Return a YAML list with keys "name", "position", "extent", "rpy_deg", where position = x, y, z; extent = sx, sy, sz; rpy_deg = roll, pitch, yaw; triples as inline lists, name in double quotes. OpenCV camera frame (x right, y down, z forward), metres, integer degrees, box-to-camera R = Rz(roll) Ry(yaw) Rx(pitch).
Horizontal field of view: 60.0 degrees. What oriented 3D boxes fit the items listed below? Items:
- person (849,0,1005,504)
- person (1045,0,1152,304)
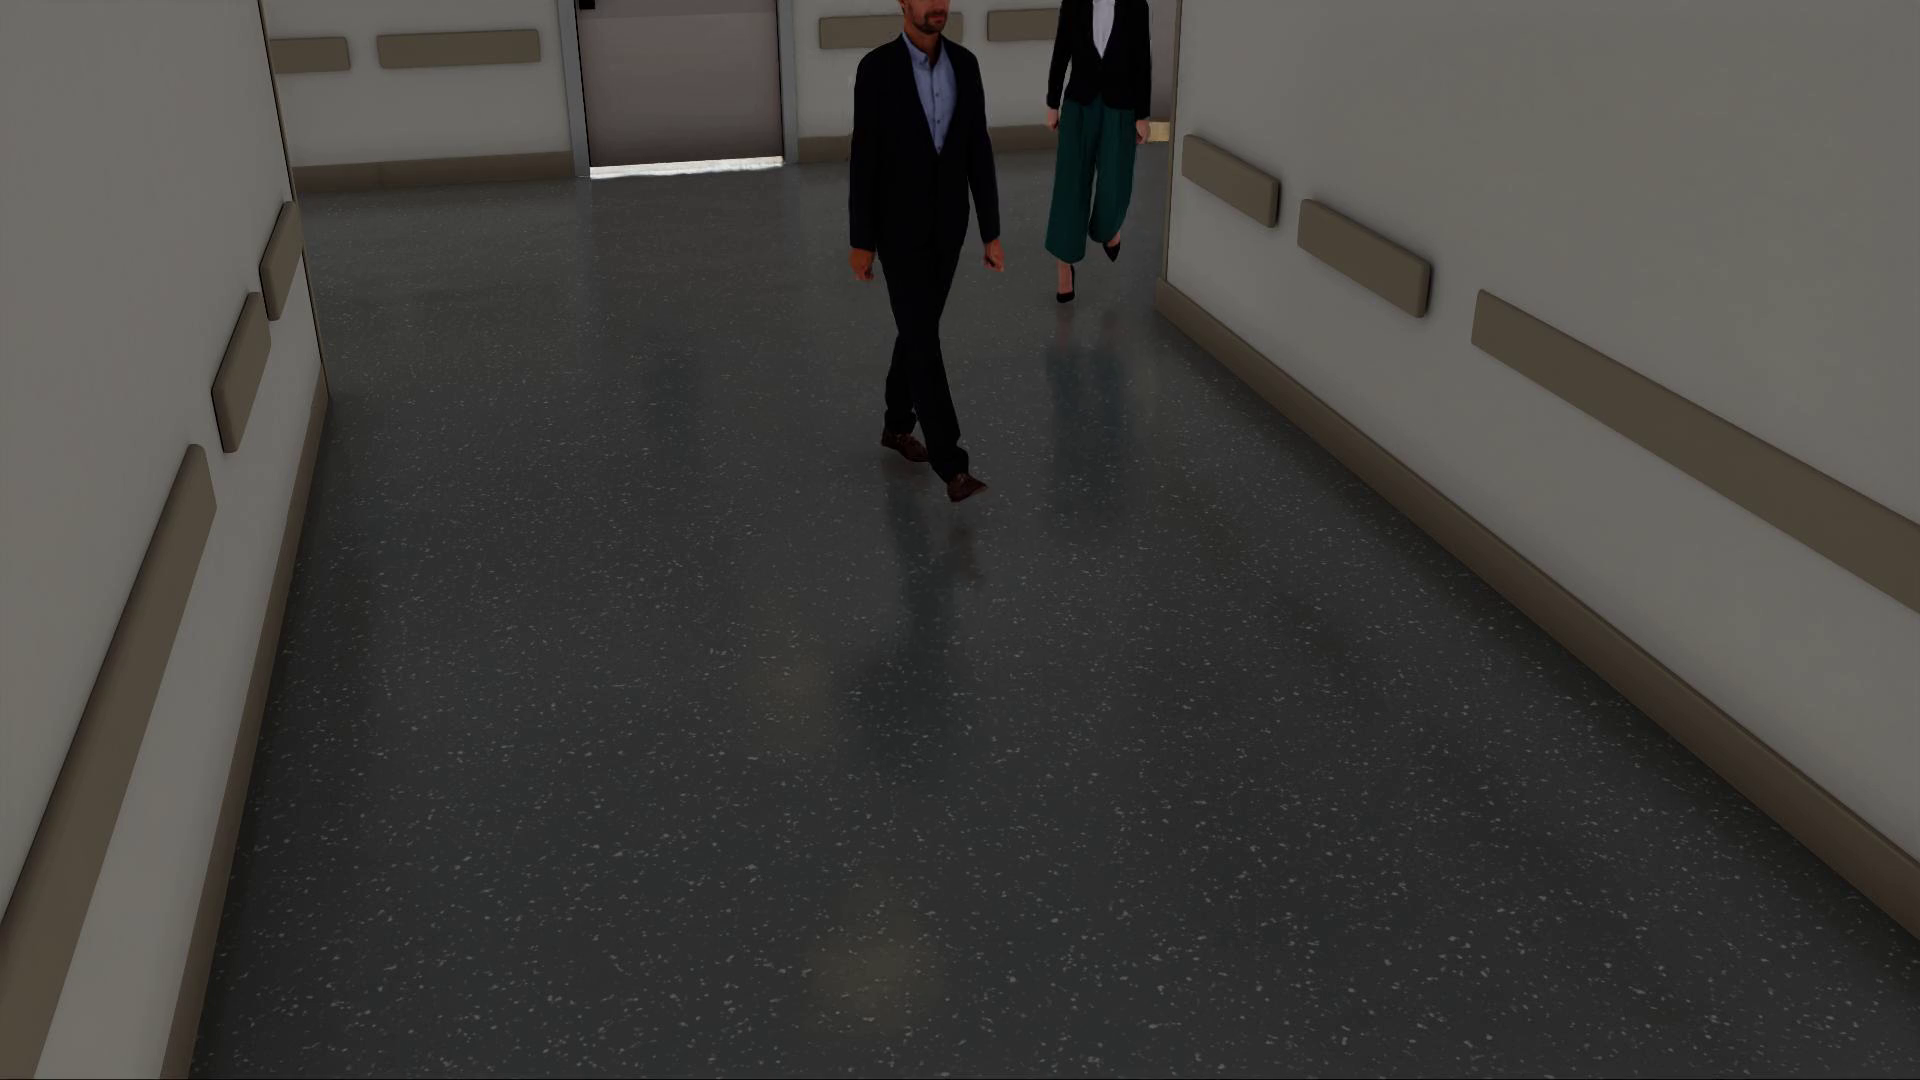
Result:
- name: "person"
  position: [-0.179, -1.094, 5.878]
  extent: [1.125, 1.830, 0.939]
  rpy_deg: [-15, 30, -29]
- name: "person"
  position: [0.674, -1.972, 7.833]
  extent: [0.893, 1.713, 0.899]
  rpy_deg: [5, 26, 11]
